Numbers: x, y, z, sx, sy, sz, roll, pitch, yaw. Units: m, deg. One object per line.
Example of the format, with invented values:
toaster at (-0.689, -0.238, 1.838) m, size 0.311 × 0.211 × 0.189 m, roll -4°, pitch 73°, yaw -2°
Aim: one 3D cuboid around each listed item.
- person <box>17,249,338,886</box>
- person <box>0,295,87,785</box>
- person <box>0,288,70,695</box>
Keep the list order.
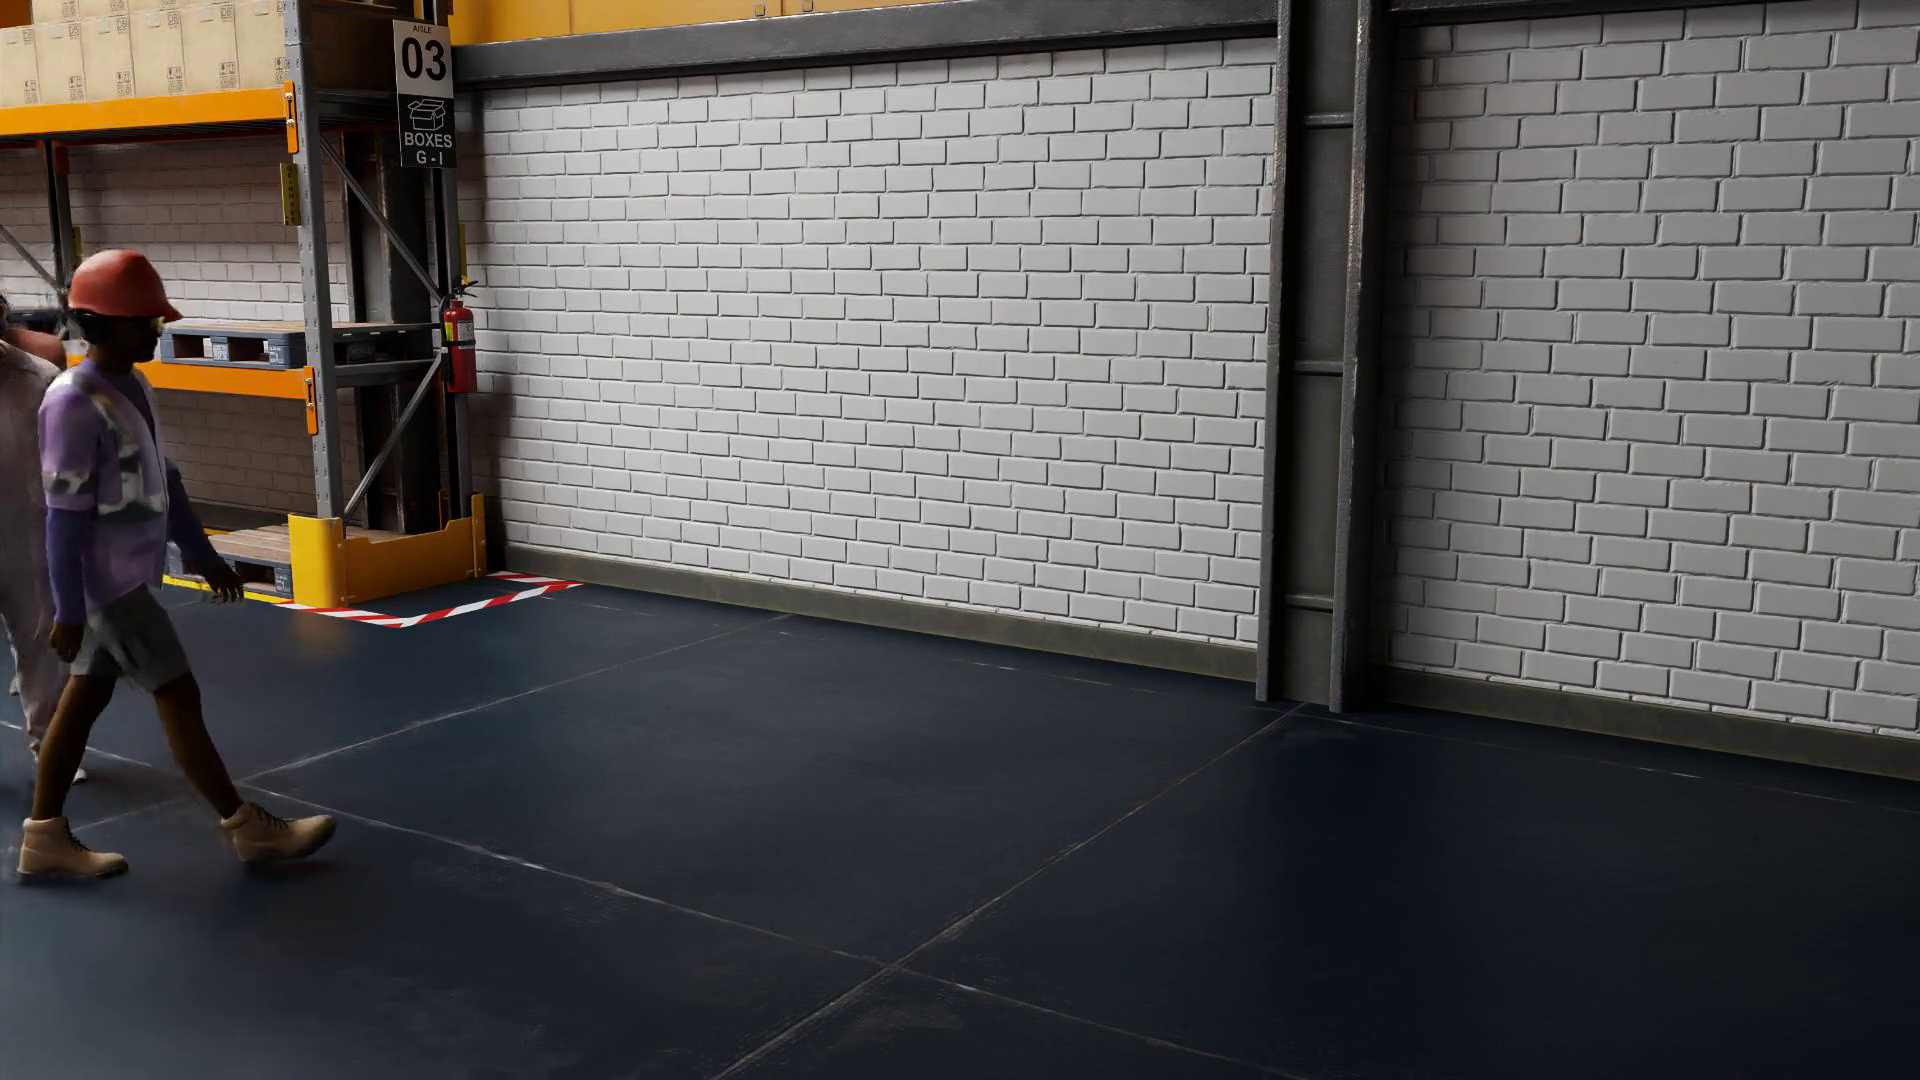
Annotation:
person at (-2.531, 0.104, 5.189) m, size 0.983 × 1.986 × 0.604 m, roll -3°, pitch 11°, yaw -15°
person at (-3.519, -0.008, 6.047) m, size 0.642 × 1.909 × 0.410 m, roll -9°, pitch 14°, yaw -41°
person at (-4.408, -0.308, 7.697) m, size 0.600 × 1.921 × 1.020 m, roll -7°, pitch 12°, yaw -34°
